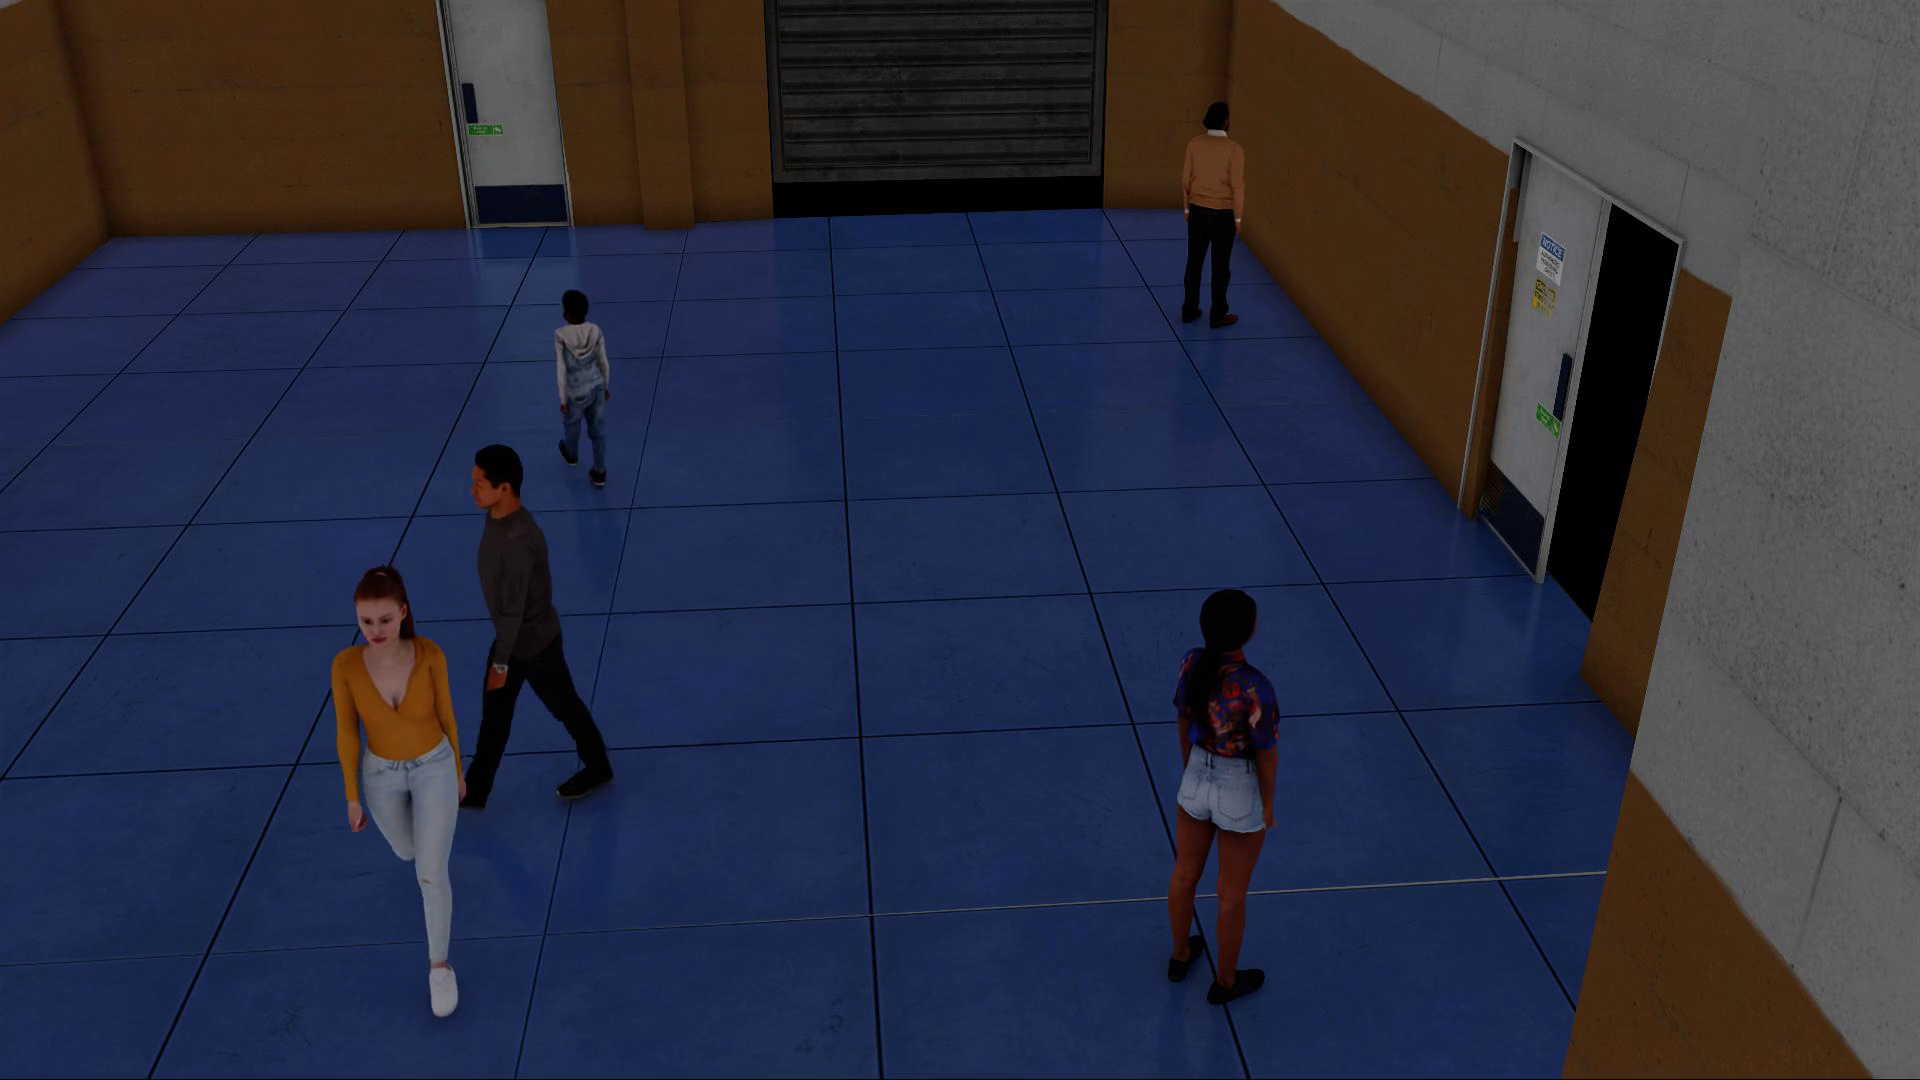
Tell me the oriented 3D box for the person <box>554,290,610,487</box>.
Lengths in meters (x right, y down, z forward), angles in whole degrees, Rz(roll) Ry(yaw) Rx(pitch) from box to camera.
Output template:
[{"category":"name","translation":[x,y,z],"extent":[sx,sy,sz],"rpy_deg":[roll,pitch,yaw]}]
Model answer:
[{"category":"person","translation":[-2.340,-0.924,10.378],"extent":[0.806,1.238,0.743],"rpy_deg":[-13,30,-24]}]

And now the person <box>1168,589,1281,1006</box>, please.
[{"category":"person","translation":[0.961,0.943,6.137],"extent":[0.664,1.743,0.715],"rpy_deg":[23,35,37]}]

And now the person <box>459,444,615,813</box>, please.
[{"category":"person","translation":[-1.779,0.414,7.192],"extent":[0.964,1.733,1.169],"rpy_deg":[-4,27,-7]}]

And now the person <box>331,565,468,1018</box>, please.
[{"category":"person","translation":[-2.089,0.871,6.305],"extent":[1.138,1.720,0.818],"rpy_deg":[-7,28,-14]}]

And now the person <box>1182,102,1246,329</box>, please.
[{"category":"person","translation":[1.966,-2.536,12.977],"extent":[0.735,1.754,0.814],"rpy_deg":[18,32,31]}]
